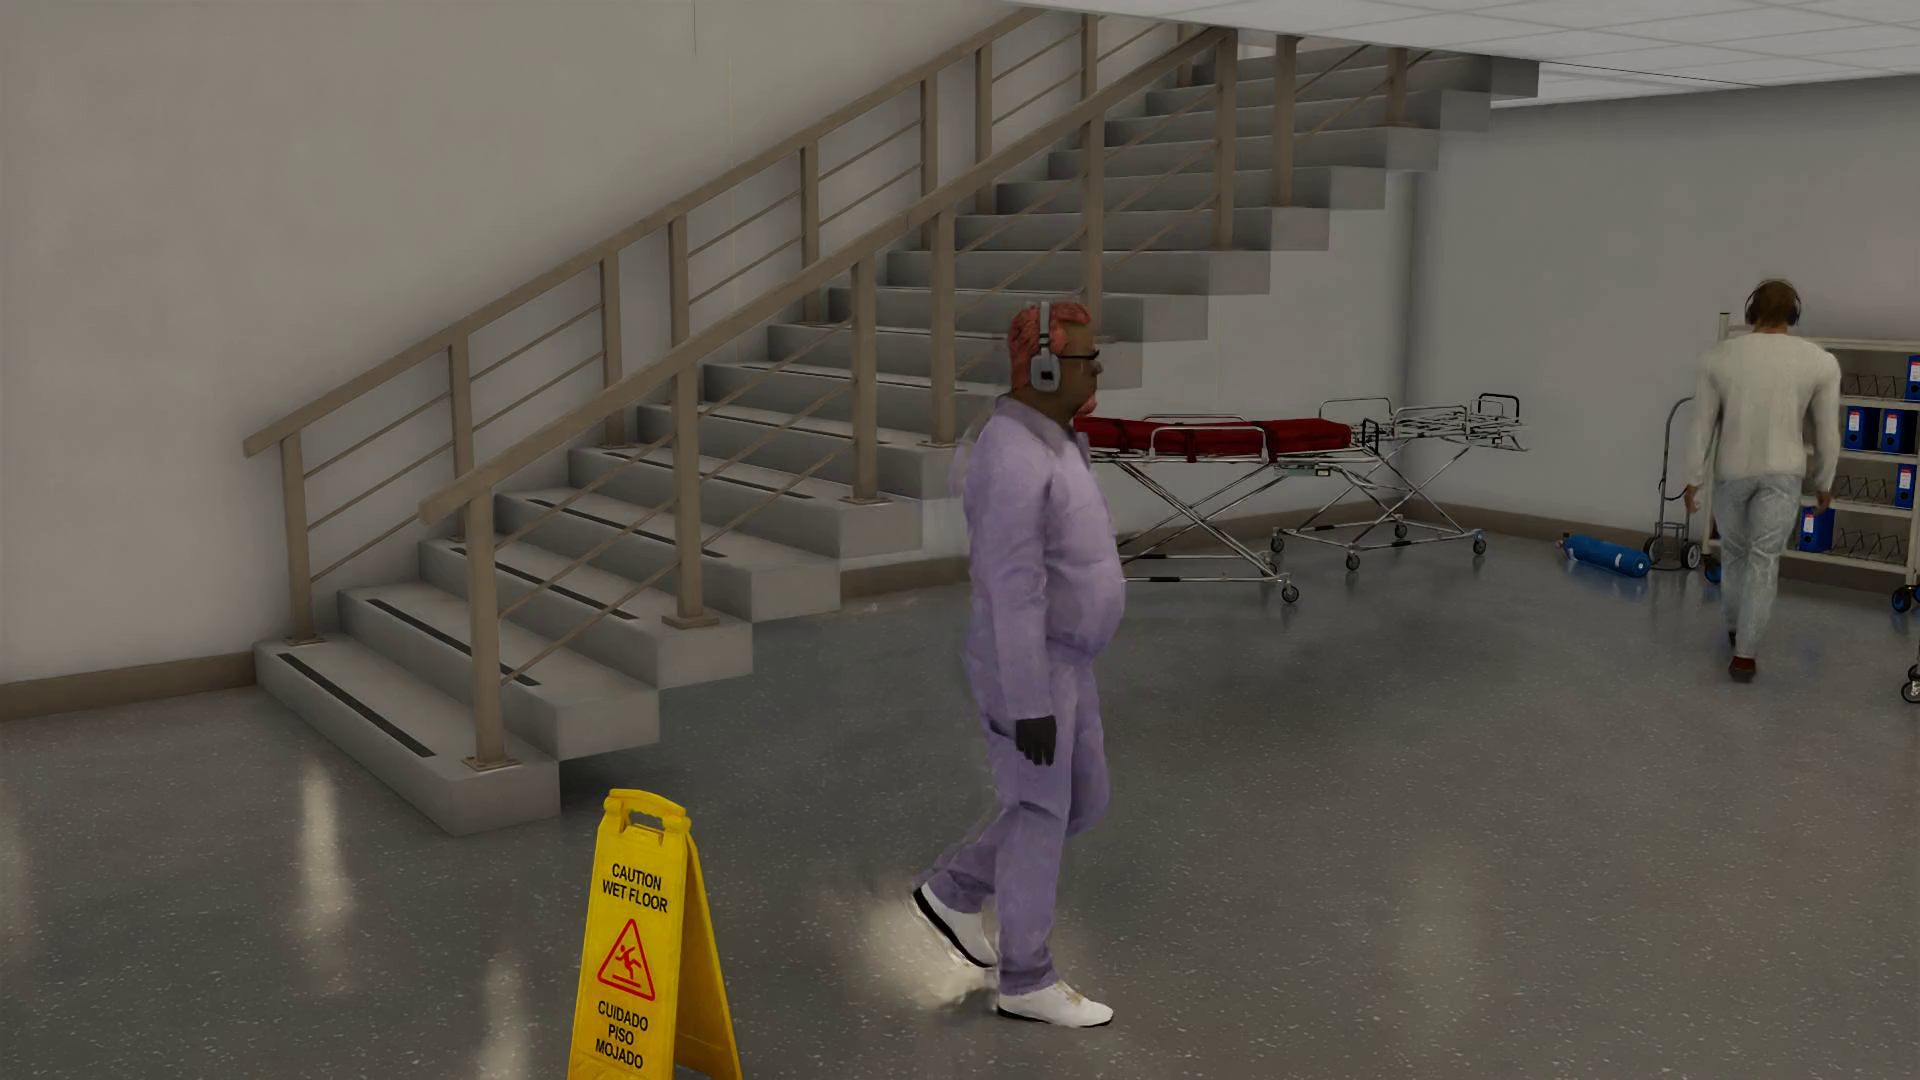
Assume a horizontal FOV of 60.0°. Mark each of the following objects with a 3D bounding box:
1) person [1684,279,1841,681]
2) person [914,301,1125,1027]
[{"bbox_3d":[3.896,-0.315,8.089,0.651,1.882,1.041,6,11,29],"label":"person"},{"bbox_3d":[0.172,0.335,4.323,0.509,1.899,0.640,2,10,13],"label":"person"}]
